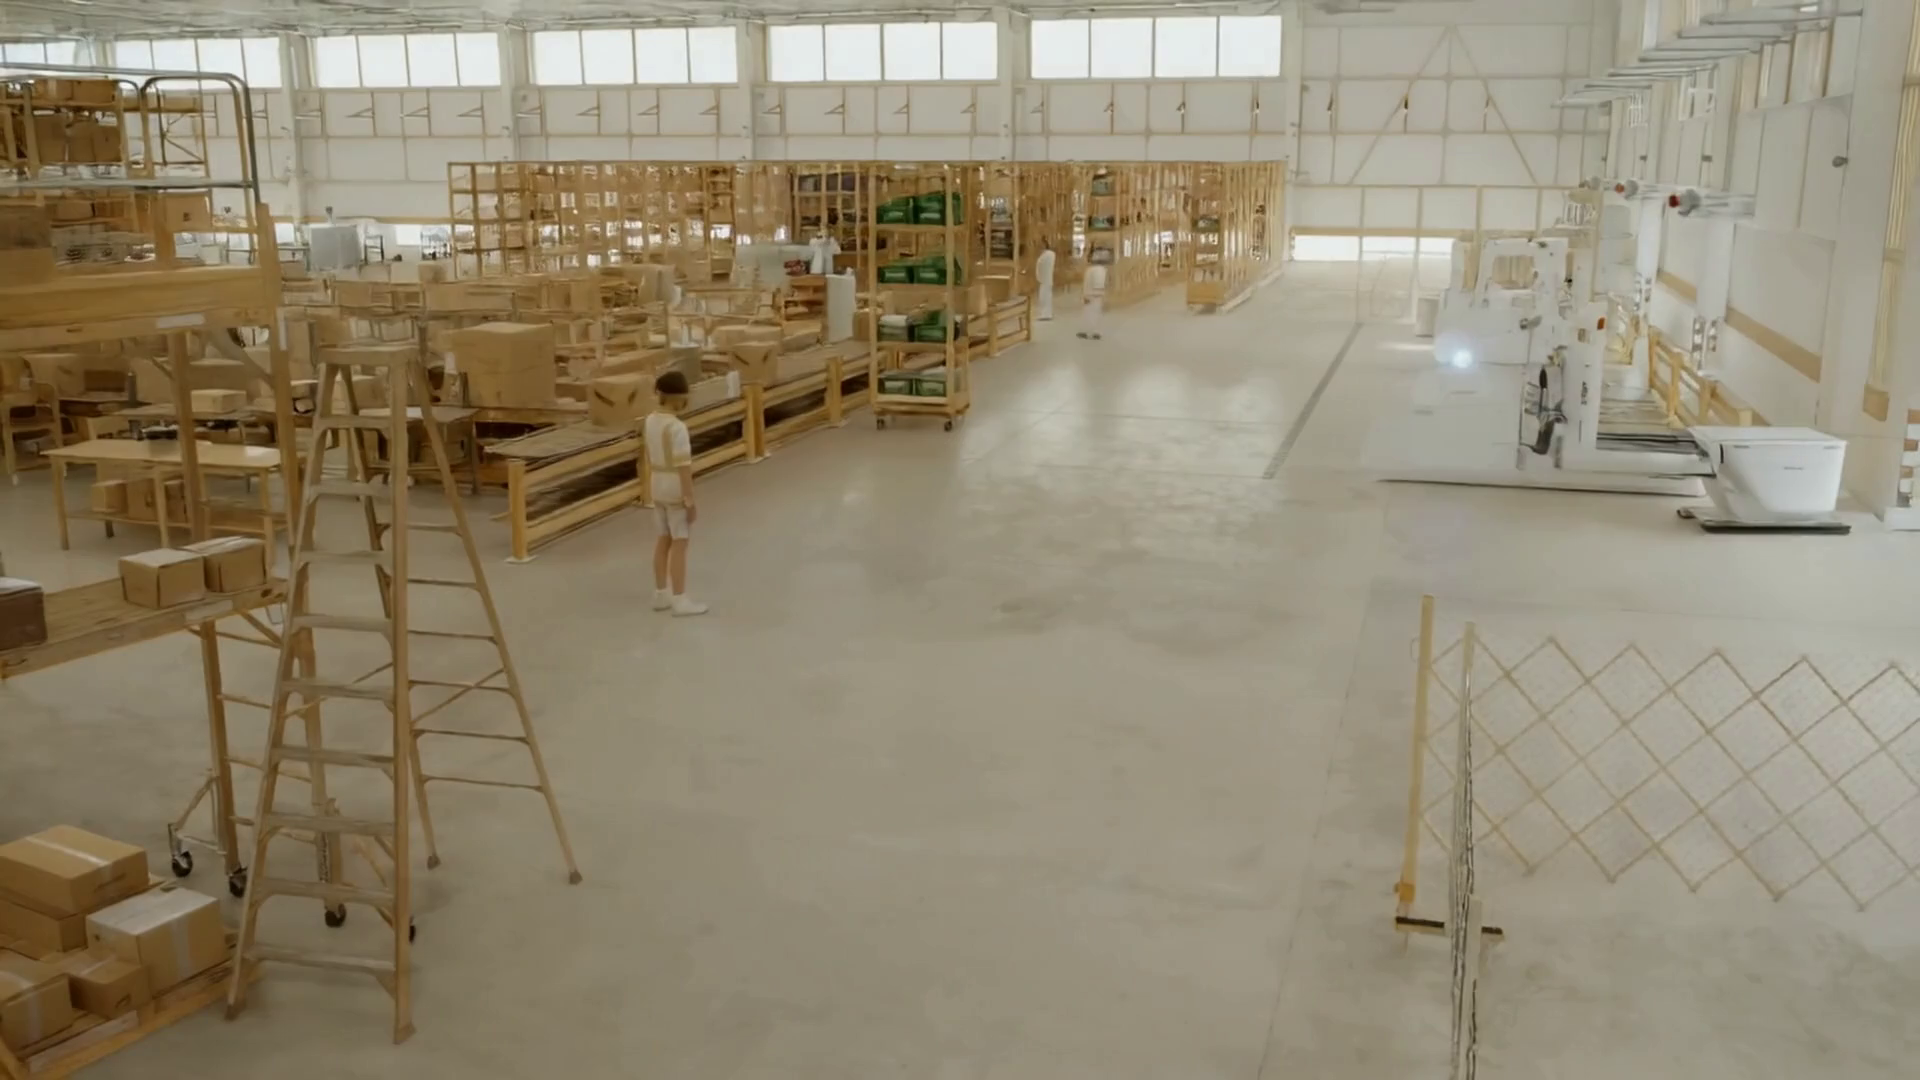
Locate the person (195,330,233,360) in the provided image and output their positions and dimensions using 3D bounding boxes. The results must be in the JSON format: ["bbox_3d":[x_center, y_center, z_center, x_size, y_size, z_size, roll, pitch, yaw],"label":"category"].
[{"bbox_3d":[-13.121,-3.740,28.958,0.921,1.711,0.543,-3,13,-11],"label":"person"}]

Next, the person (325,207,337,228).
[{"bbox_3d":[-24.488,-12.027,64.597,0.972,1.788,0.654,-2,13,-9],"label":"person"}]

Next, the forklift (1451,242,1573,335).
[{"bbox_3d":[10.464,-4.597,31.405,2.680,1.987,1.157,4,14,16],"label":"forklift"}]

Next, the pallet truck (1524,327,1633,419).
[{"bbox_3d":[9.065,-2.460,24.370,1.522,1.261,0.704,3,13,14],"label":"pallet truck"}]

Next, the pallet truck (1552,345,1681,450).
[{"bbox_3d":[8.641,-1.896,21.908,1.630,1.274,0.653,4,14,16],"label":"pallet truck"}]

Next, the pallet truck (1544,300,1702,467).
[{"bbox_3d":[8.263,-1.952,20.631,1.885,1.965,0.823,5,14,20],"label":"pallet truck"}]

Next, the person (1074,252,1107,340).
[{"bbox_3d":[2.702,-5.049,34.424,0.630,1.803,0.771,-10,16,-37],"label":"person"}]

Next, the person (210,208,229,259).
[{"bbox_3d":[-27.200,-11.245,61.068,0.565,1.876,0.998,0,13,-1],"label":"person"}]

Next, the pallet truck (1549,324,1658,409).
[{"bbox_3d":[9.824,-2.669,25.407,1.601,1.201,0.680,4,14,16],"label":"pallet truck"}]

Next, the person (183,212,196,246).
[{"bbox_3d":[-27.773,-10.927,59.905,0.532,1.767,0.328,4,14,18],"label":"person"}]

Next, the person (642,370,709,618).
[{"bbox_3d":[-2.354,-0.382,13.750,0.374,2.042,0.615,-11,17,-40],"label":"person"}]

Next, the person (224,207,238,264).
[{"bbox_3d":[-25.623,-10.715,58.489,0.397,1.992,0.623,2,13,9],"label":"person"}]

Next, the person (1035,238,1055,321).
[{"bbox_3d":[1.934,-6.010,38.359,0.405,1.910,0.636,7,15,27],"label":"person"}]

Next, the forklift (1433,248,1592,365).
[{"bbox_3d":[9.780,-4.111,29.280,2.680,1.987,1.157,3,13,14],"label":"forklift"}]

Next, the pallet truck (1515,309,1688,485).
[{"bbox_3d":[7.554,-1.677,19.446,1.885,1.965,0.823,3,13,14],"label":"pallet truck"}]
